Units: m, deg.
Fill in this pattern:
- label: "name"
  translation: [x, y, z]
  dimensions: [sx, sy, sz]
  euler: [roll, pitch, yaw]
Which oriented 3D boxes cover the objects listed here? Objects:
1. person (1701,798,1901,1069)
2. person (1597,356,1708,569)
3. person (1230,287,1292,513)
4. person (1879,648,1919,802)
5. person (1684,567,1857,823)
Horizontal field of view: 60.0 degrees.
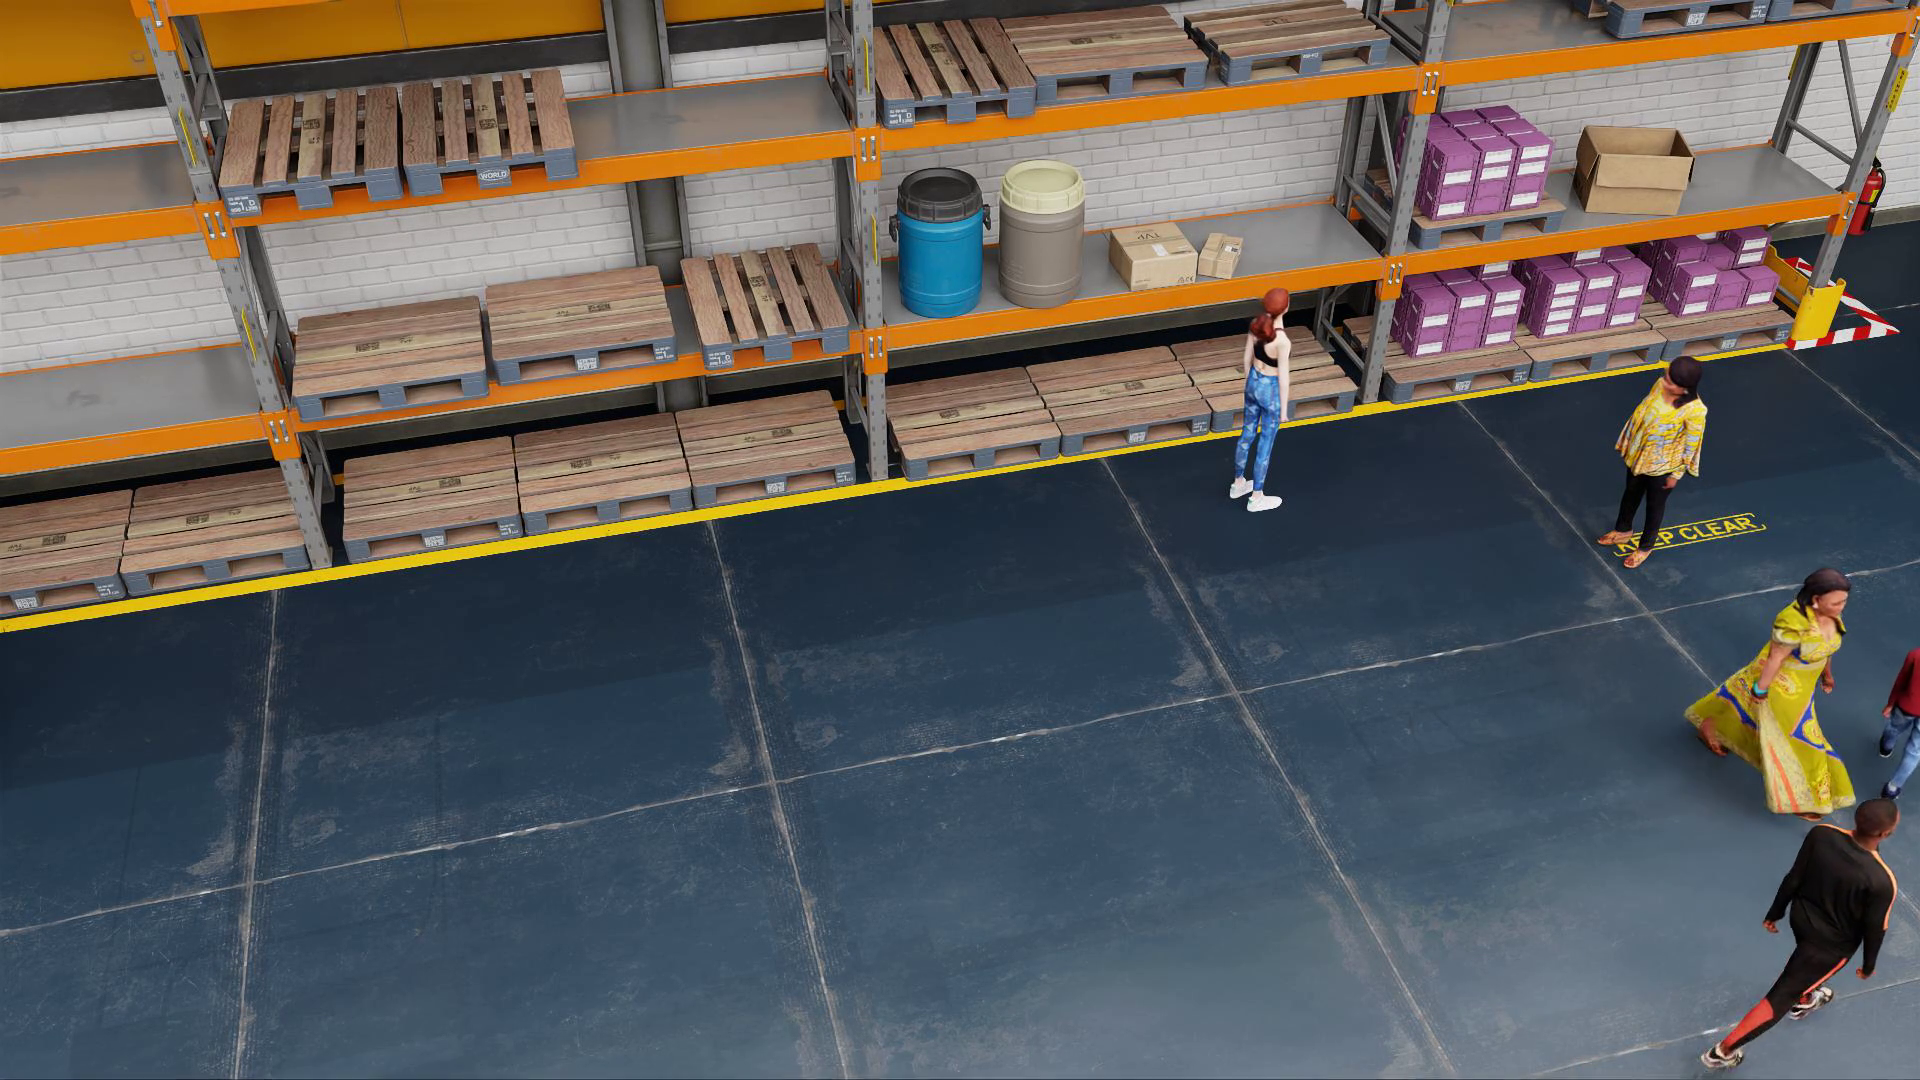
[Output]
- label: "person"
  translation: [4.088, 1.934, 8.041]
  dimensions: [1.250, 1.766, 0.793]
  euler: [-16, 41, -19]
- label: "person"
  translation: [4.716, -0.548, 11.242]
  dimensions: [0.766, 1.648, 0.733]
  euler: [-14, 41, -16]
- label: "person"
  translation: [2.141, -0.998, 11.707]
  dimensions: [0.666, 1.782, 0.641]
  euler: [-21, 43, -24]
- label: "person"
  translation: [5.561, 1.008, 9.630]
  dimensions: [0.791, 1.228, 0.920]
  euler: [27, 46, 30]
- label: "person"
  translation: [4.692, 0.775, 9.630]
  dimensions: [1.364, 1.603, 1.162]
  euler: [-27, 46, -30]
